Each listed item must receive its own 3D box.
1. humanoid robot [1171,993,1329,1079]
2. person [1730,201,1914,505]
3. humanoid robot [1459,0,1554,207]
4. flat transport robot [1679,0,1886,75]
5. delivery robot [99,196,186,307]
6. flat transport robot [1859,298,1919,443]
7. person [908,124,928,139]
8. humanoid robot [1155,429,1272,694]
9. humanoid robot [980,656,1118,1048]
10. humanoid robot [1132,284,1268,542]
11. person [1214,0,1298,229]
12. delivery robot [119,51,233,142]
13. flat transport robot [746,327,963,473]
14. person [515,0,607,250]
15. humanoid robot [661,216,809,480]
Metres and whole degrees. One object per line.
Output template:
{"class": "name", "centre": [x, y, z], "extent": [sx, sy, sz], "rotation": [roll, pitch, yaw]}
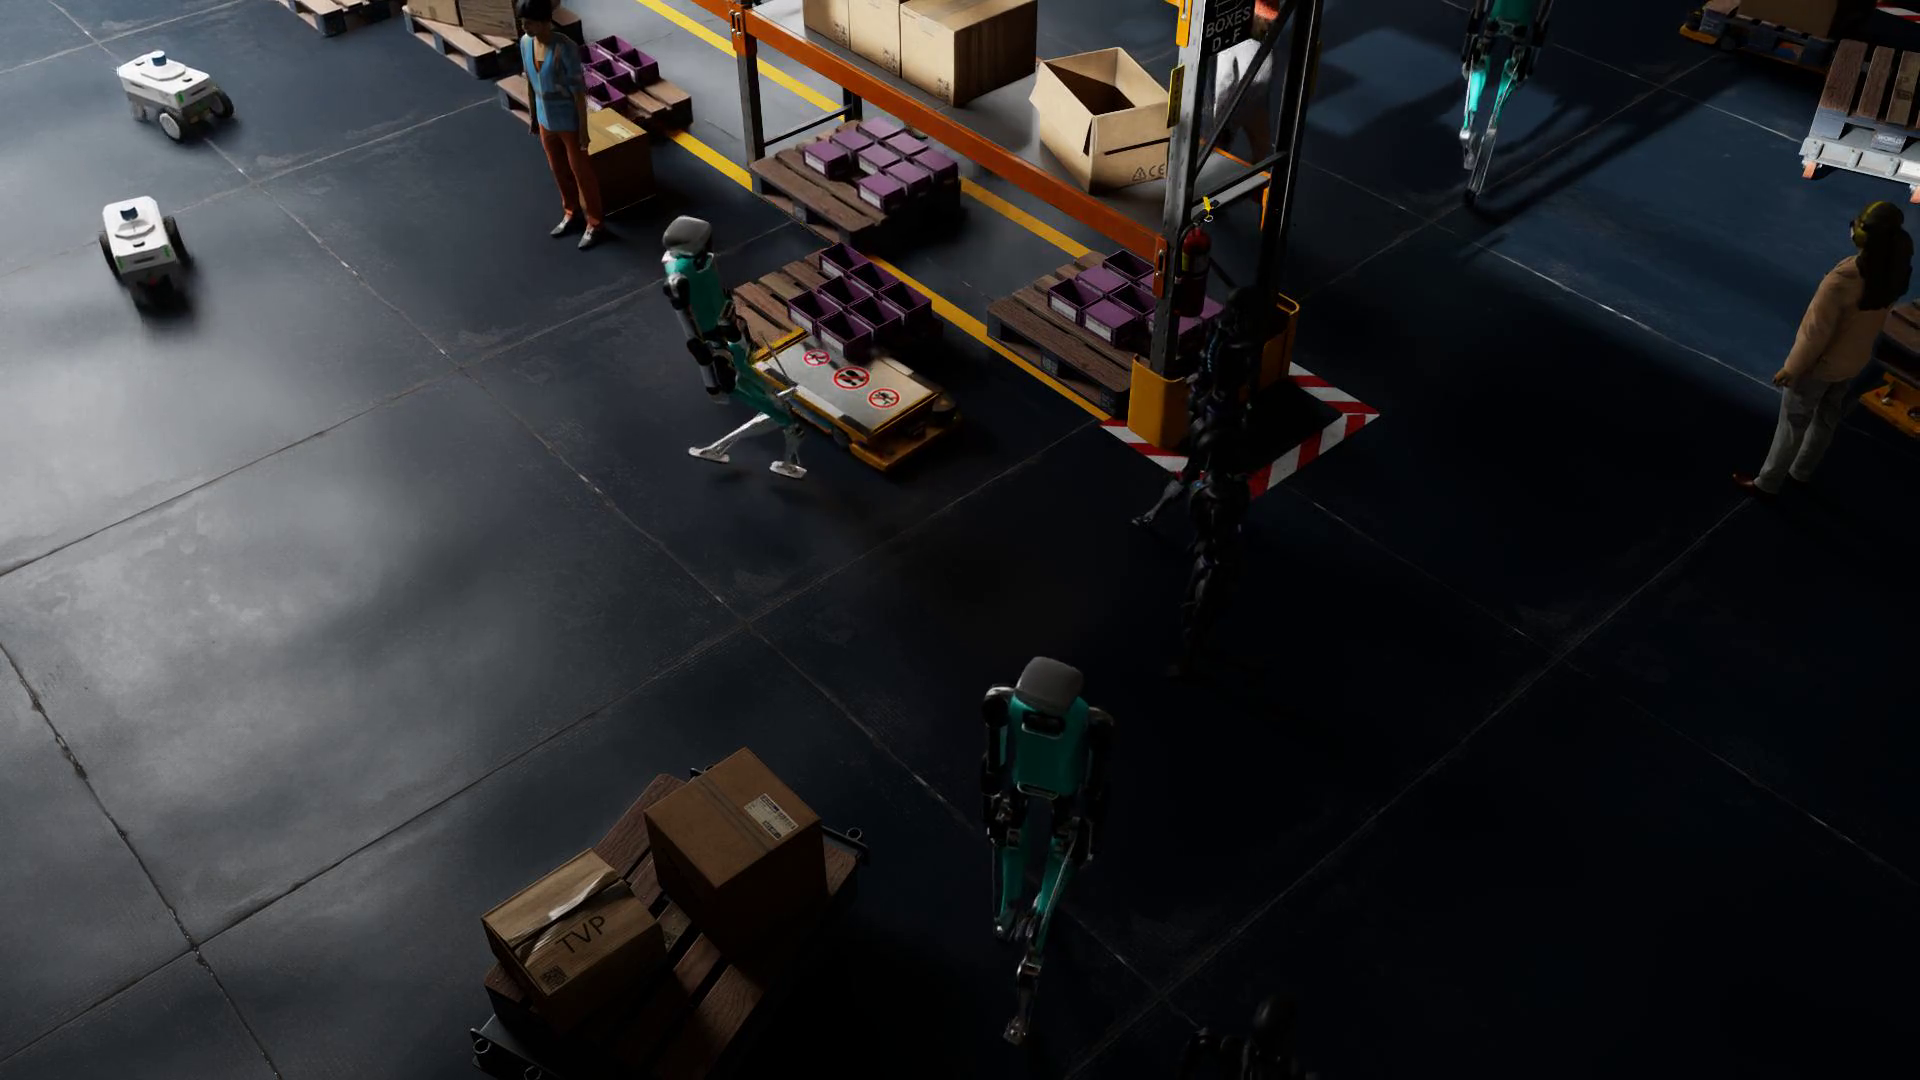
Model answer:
{"class": "humanoid robot", "centre": [0.955, 2.129, 5.790], "extent": [0.609, 1.652, 0.776], "rotation": [16, 45, 17]}
{"class": "person", "centre": [4.690, -0.973, 8.970], "extent": [0.554, 1.875, 0.407], "rotation": [-16, 45, -17]}
{"class": "humanoid robot", "centre": [3.678, -3.178, 11.482], "extent": [0.549, 1.759, 0.979], "rotation": [16, 45, 16]}
{"class": "flat transport robot", "centre": [6.701, -4.107, 13.562], "extent": [1.431, 0.231, 0.659], "rotation": [29, 50, 27]}
{"class": "delivery robot", "centre": [-5.429, -1.960, 11.028], "extent": [0.499, 0.611, 0.800], "rotation": [-19, 46, -20]}
{"class": "flat transport robot", "centre": [6.245, -0.917, 10.092], "extent": [1.431, 0.231, 0.659], "rotation": [-19, 46, -20]}
{"class": "person", "centre": [-0.031, -3.639, 11.887], "extent": [0.655, 1.846, 1.023], "rotation": [-29, 50, -28]}
{"class": "humanoid robot", "centre": [1.275, 0.118, 7.934], "extent": [0.564, 1.633, 0.610], "rotation": [2, 43, 3]}
{"class": "humanoid robot", "centre": [0.247, 1.346, 6.573], "extent": [0.530, 1.772, 0.995], "rotation": [12, 44, 13]}
{"class": "humanoid robot", "centre": [1.303, -0.613, 8.751], "extent": [0.695, 1.647, 0.616], "rotation": [-14, 44, -15]}
{"class": "person", "centre": [1.971, -2.862, 11.135], "extent": [0.589, 1.709, 0.854], "rotation": [-25, 48, -24]}
{"class": "delivery robot", "centre": [-5.957, -3.388, 12.573], "extent": [0.788, 0.601, 0.499], "rotation": [22, 47, 22]}
{"class": "flat transport robot", "centre": [-0.717, -0.928, 10.105], "extent": [1.431, 0.231, 0.659], "rotation": [33, 52, 31]}
{"class": "person", "centre": [-2.658, -2.776, 11.016], "extent": [0.501, 1.758, 0.344], "rotation": [21, 47, 22]}
{"class": "humanoid robot", "centre": [-1.132, -0.968, 9.047], "extent": [0.948, 1.721, 0.562], "rotation": [6, 43, 7]}
